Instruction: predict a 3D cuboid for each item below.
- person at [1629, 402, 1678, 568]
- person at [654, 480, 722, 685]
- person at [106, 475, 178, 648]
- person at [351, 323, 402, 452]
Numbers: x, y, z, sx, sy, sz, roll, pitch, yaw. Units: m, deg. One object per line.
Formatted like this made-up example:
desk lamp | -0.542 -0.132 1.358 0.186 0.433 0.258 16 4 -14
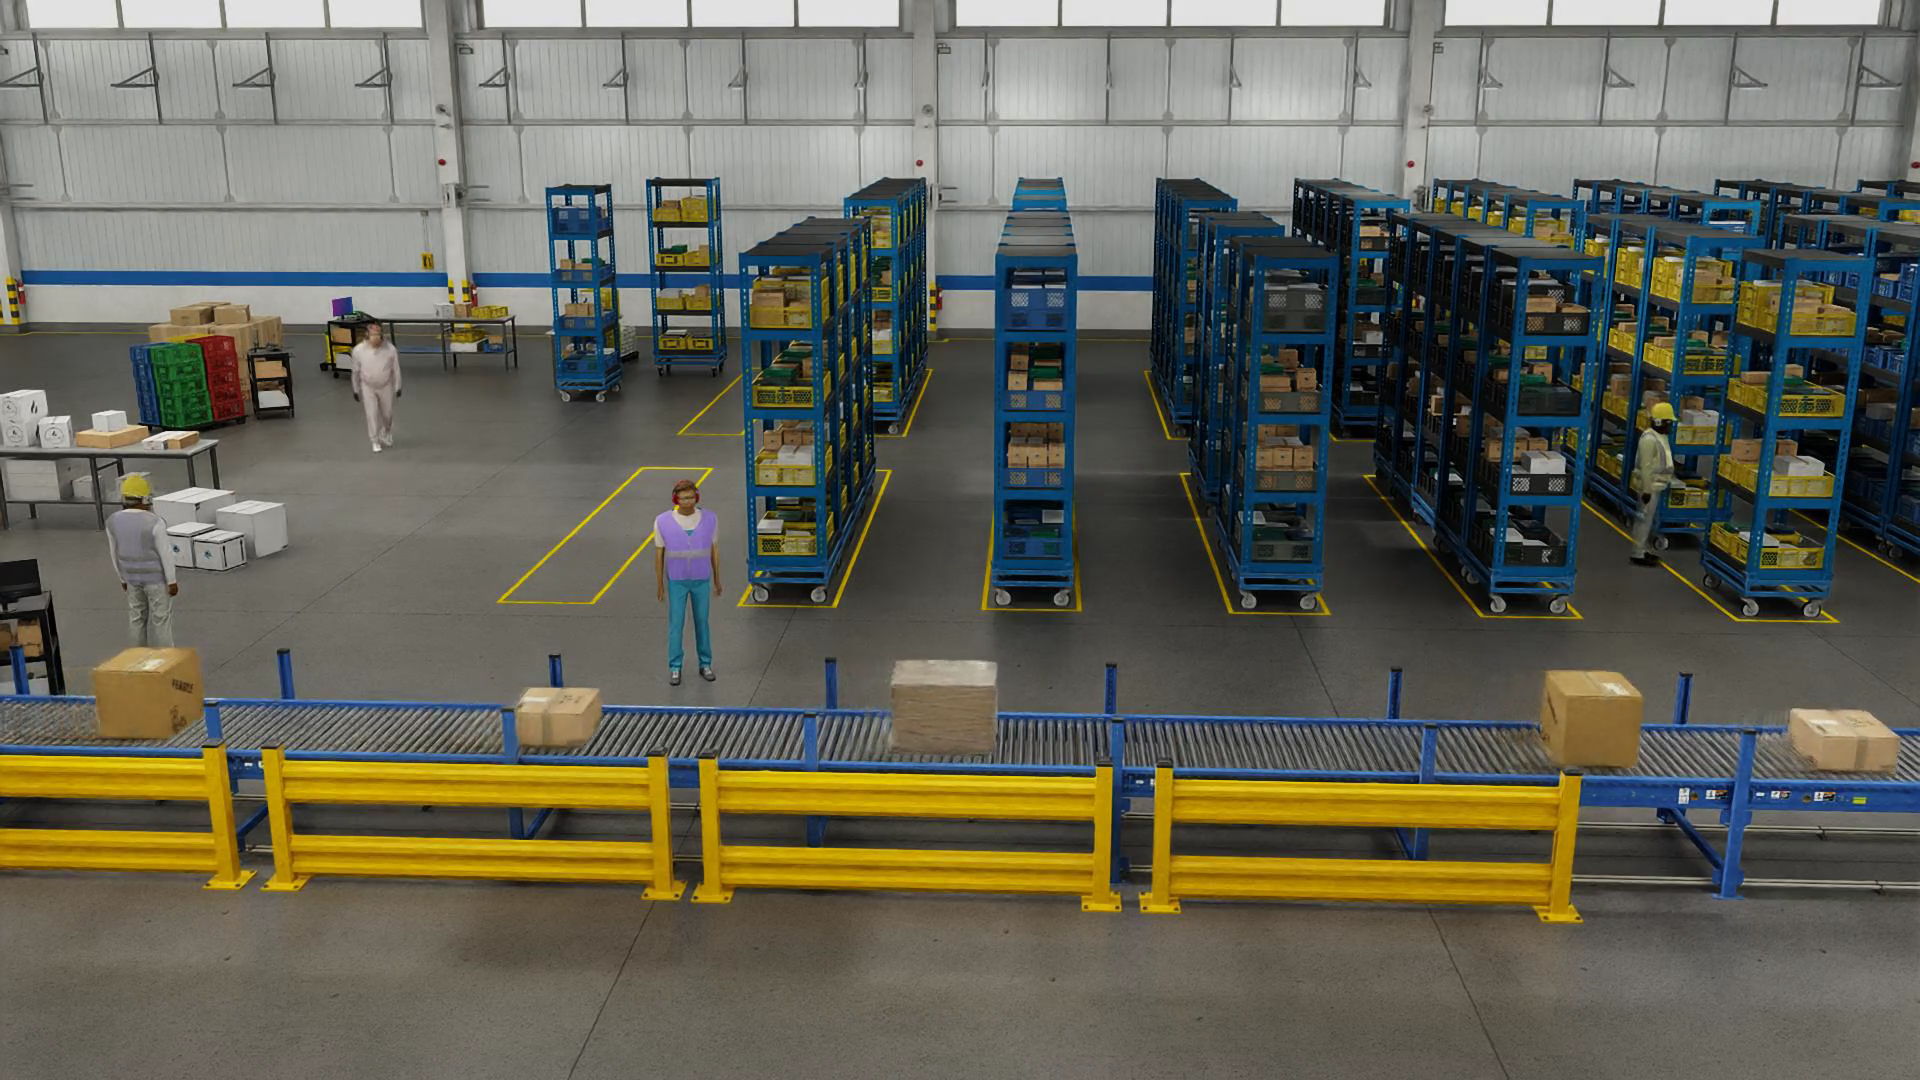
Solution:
person | 7.651 -0.619 18.370 0.404 1.827 0.600 9 17 30
person | -2.400 0.359 14.711 0.574 1.841 0.374 -5 16 -18
person | -7.267 0.319 14.889 0.592 1.830 0.404 3 15 11
person | -8.488 -2.227 24.234 0.689 1.886 0.417 -7 16 -24
